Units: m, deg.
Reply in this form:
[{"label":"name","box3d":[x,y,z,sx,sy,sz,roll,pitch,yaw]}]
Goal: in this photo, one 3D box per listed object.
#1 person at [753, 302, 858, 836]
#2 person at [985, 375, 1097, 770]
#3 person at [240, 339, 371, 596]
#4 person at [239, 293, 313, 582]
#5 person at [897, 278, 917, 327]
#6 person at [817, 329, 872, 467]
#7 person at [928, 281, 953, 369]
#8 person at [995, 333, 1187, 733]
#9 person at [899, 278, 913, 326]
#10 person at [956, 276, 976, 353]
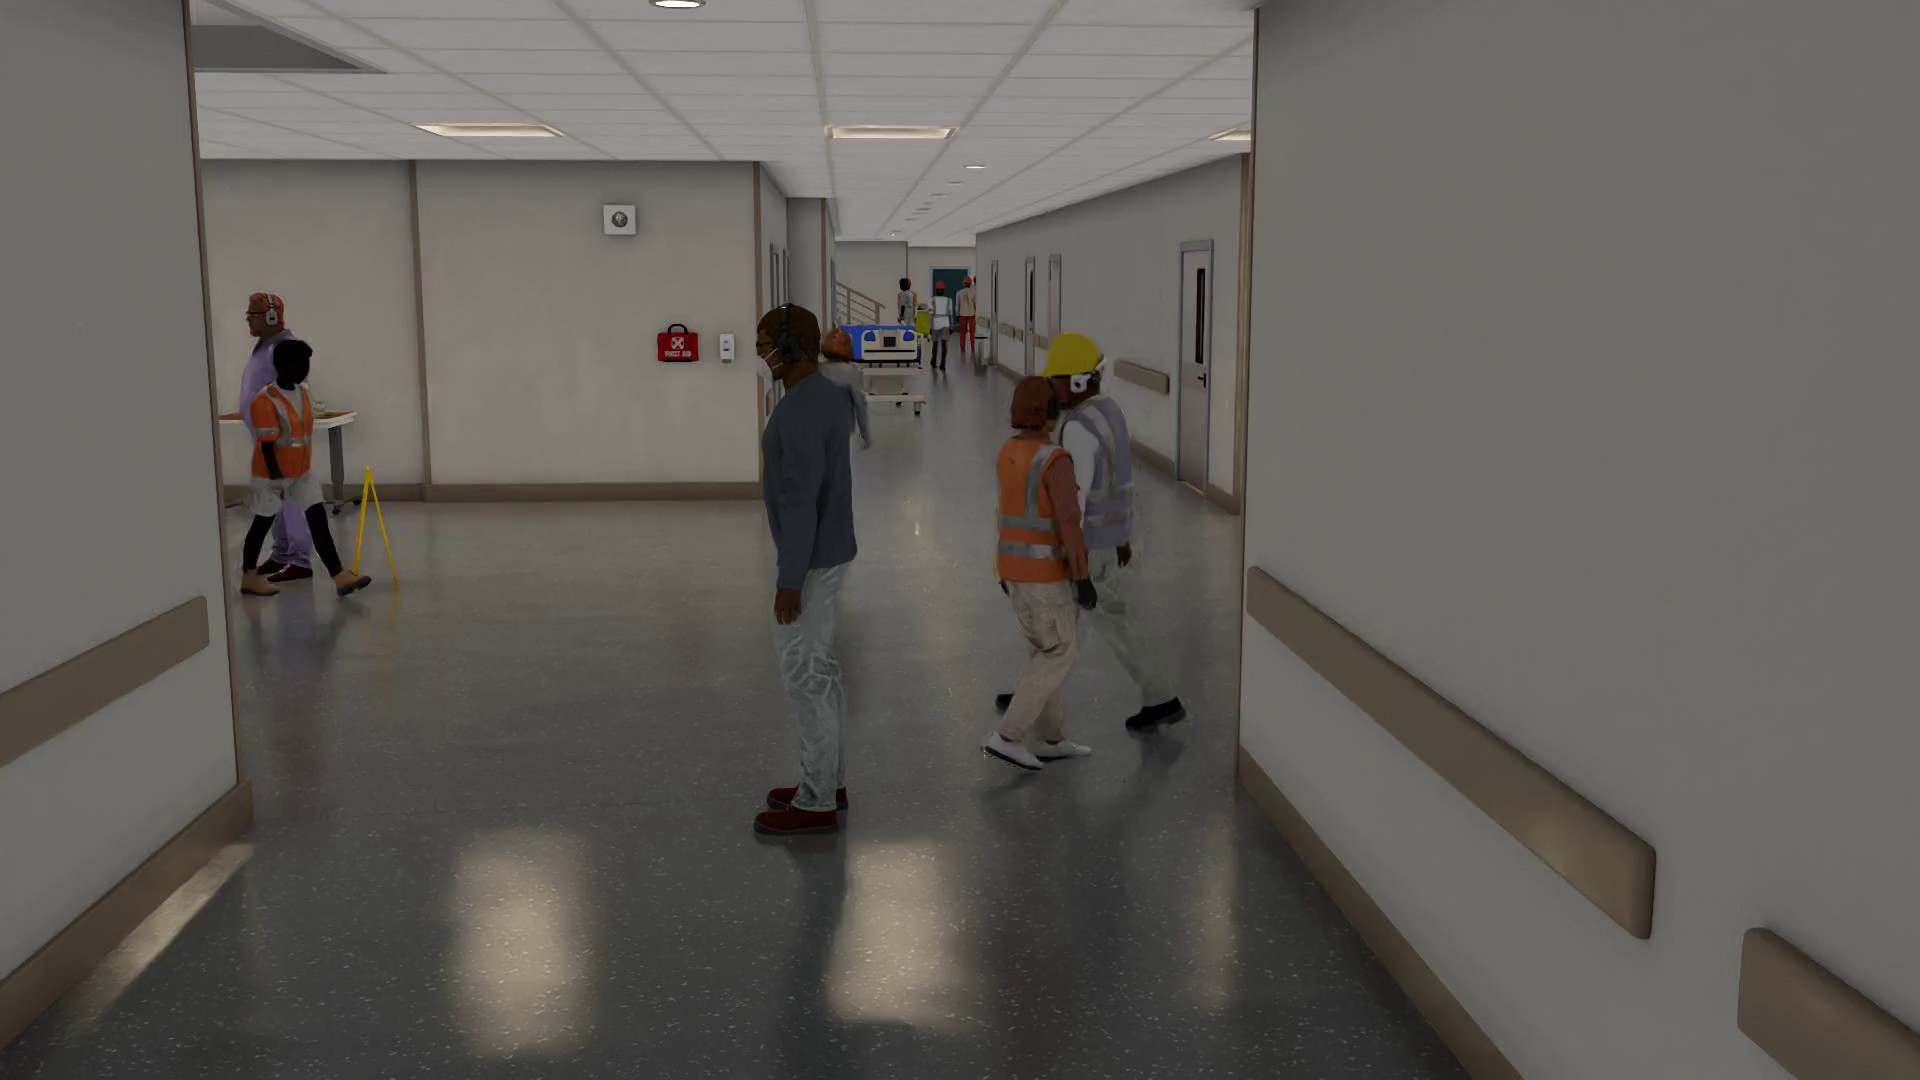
[{"label":"person","box3d":[-0.569,0.100,6.096,0.381,1.928,0.635,0,9,0]},{"label":"person","box3d":[0.333,0.141,6.772,0.511,1.622,0.550,-5,10,-28]},{"label":"person","box3d":[-4.161,-0.436,10.366,0.903,1.624,0.585,3,9,17]},{"label":"person","box3d":[-4.569,-0.684,11.076,0.407,1.908,0.641,-8,12,-41]},{"label":"person","box3d":[-1.404,-5.956,44.059,0.547,1.942,0.344,1,9,9]},{"label":"person","box3d":[-0.951,-0.808,12.785,0.505,1.613,0.393,5,10,29]},{"label":"person","box3d":[-0.430,-4.639,35.974,0.564,1.877,1.011,-2,9,-11]},{"label":"person","box3d":[0.609,-0.032,7.416,0.926,1.780,0.609,3,10,19]},{"label":"person","box3d":[-1.421,-5.851,43.381,0.388,1.953,0.612,3,10,19]},{"label":"person","box3d":[0.199,-5.885,43.444,0.610,1.996,0.384,2,9,12]}]
